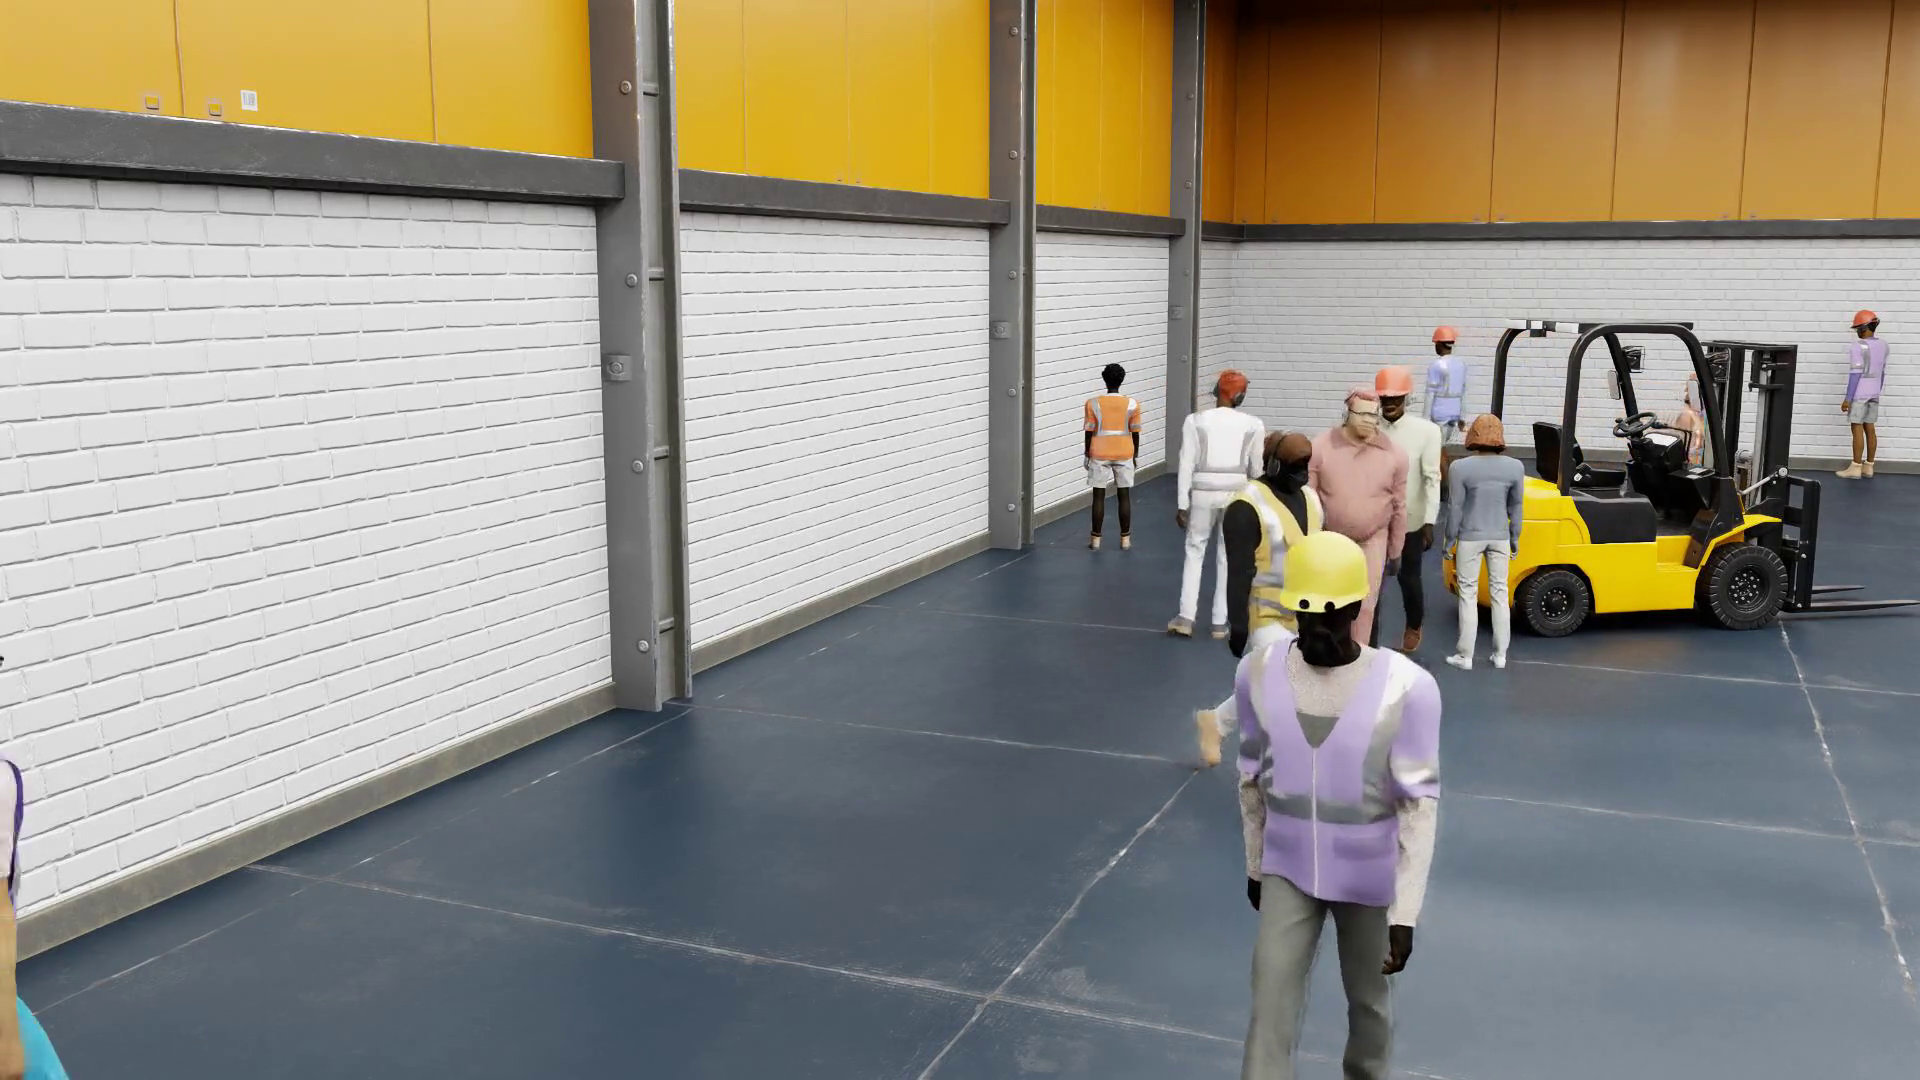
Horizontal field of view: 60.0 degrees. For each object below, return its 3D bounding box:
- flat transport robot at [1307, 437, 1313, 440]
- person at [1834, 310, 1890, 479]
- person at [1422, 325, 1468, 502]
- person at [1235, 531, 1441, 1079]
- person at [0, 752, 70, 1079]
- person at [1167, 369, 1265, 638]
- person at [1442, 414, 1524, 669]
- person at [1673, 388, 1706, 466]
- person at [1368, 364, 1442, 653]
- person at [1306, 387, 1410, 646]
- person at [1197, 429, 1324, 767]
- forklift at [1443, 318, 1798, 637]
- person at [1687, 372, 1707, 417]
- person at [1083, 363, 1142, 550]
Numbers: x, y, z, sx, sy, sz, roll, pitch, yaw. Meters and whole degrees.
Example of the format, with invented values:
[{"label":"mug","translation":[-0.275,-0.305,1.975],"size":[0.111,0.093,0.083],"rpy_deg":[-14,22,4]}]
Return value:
[{"label":"flat transport robot","translation":[4.896,-1.272,22.502],"size":[1.431,0.197,0.652],"rpy_deg":[-3,10,-18]},{"label":"person","translation":[10.880,-1.751,20.074],"size":[0.604,2.034,0.386],"rpy_deg":[-5,11,-27]},{"label":"person","translation":[5.241,-1.367,18.098],"size":[0.544,1.922,0.408],"rpy_deg":[-7,12,-38]},{"label":"person","translation":[0.993,0.902,4.513],"size":[0.602,1.868,1.022],"rpy_deg":[5,11,29]},{"label":"person","translation":[-2.299,1.035,3.851],"size":[0.599,1.807,0.763],"rpy_deg":[3,10,20]},{"label":"person","translation":[1.803,-0.250,11.522],"size":[0.618,1.853,0.440],"rpy_deg":[0,9,1]},{"label":"person","translation":[3.327,0.013,10.593],"size":[0.507,1.632,0.265],"rpy_deg":[-1,9,-5]},{"label":"person","translation":[6.029,-0.543,13.998],"size":[0.544,1.608,0.570],"rpy_deg":[9,13,42]},{"label":"person","translation":[2.789,-0.155,10.670],"size":[0.605,1.963,0.911],"rpy_deg":[4,10,22]},{"label":"person","translation":[2.338,0.000,9.989],"size":[0.666,1.871,0.886],"rpy_deg":[3,10,16]},{"label":"person","translation":[1.471,0.351,8.061],"size":[0.632,1.807,0.814],"rpy_deg":[-8,13,-42]},{"label":"forklift","translation":[4.706,-0.497,11.990],"size":[2.313,2.155,1.214],"rpy_deg":[-2,10,-10]},{"label":"person","translation":[6.501,-0.662,14.668],"size":[0.307,1.640,0.521],"rpy_deg":[3,10,20]},{"label":"person","translation":[1.376,-0.748,15.036],"size":[0.531,1.690,0.319],"rpy_deg":[0,9,-3]}]
